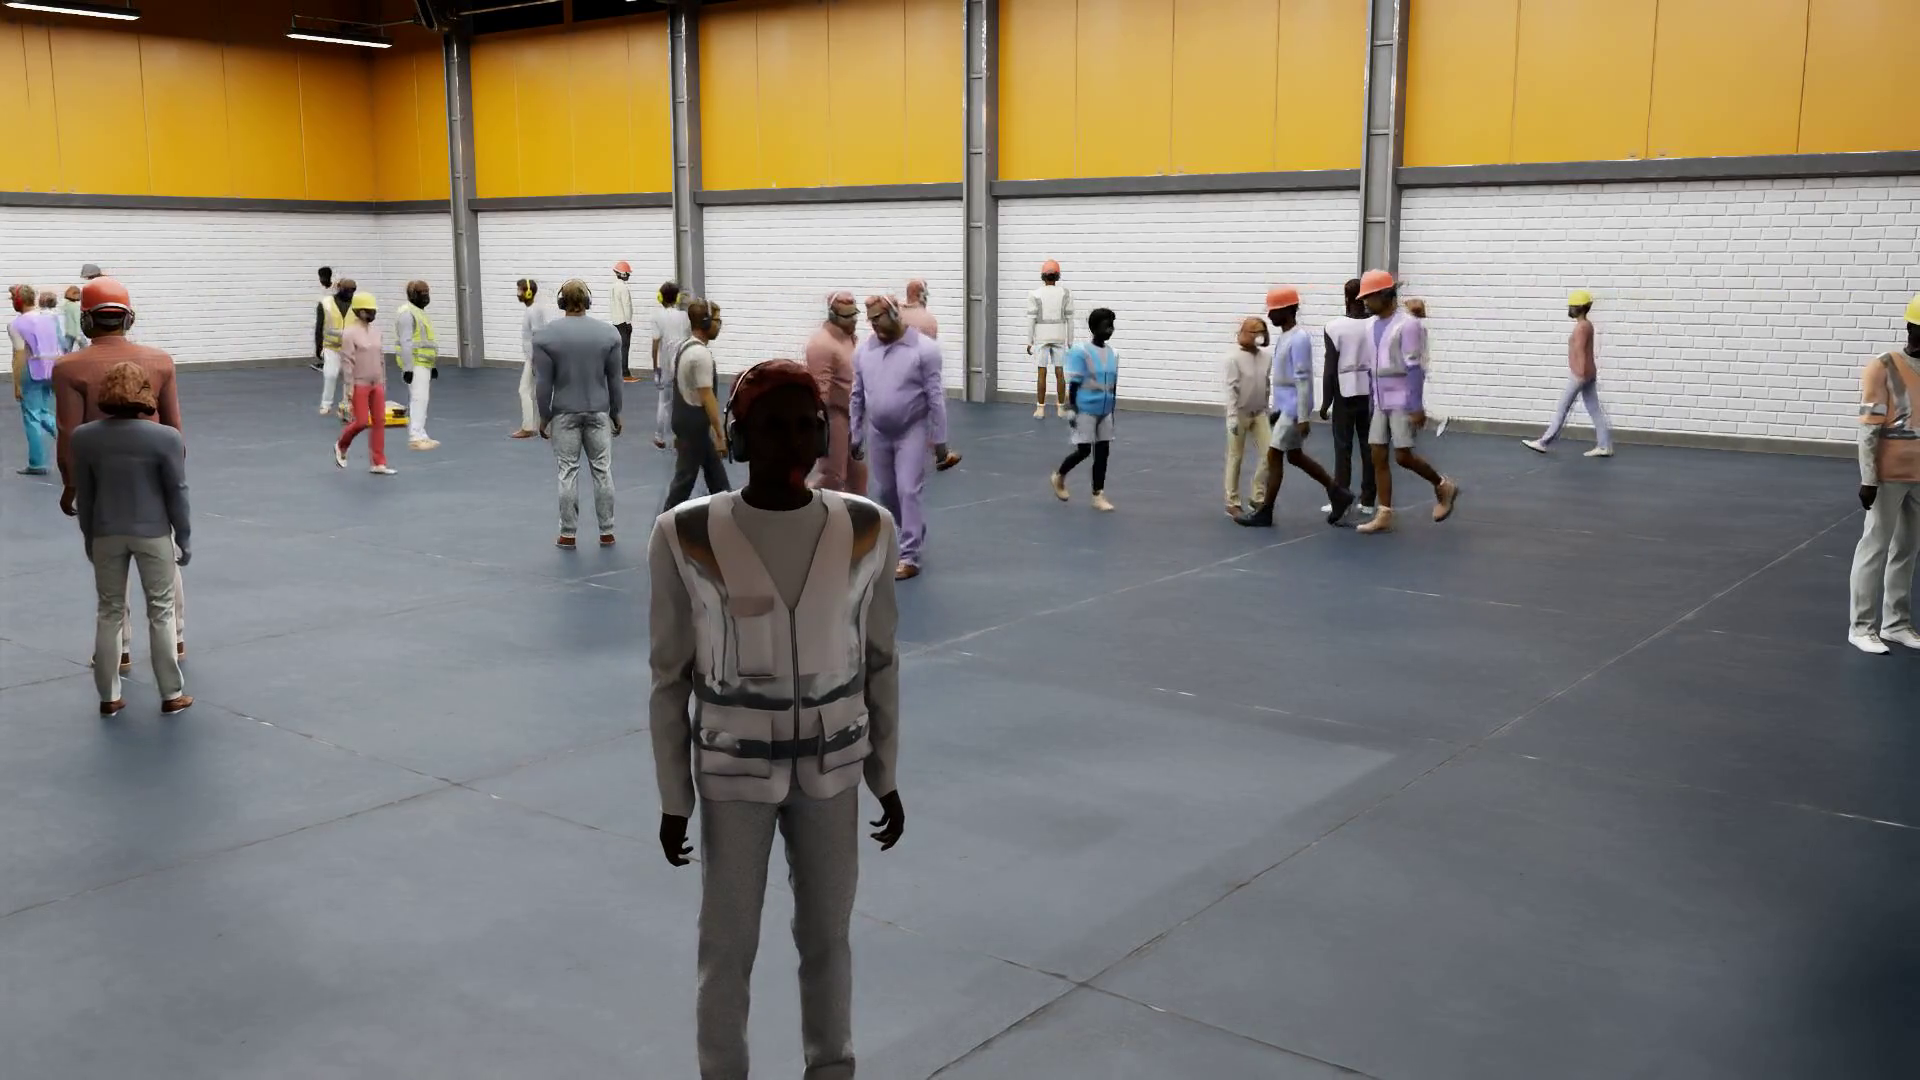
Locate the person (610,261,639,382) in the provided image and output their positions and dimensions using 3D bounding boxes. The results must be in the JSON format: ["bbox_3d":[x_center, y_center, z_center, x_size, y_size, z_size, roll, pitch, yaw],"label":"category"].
[{"bbox_3d":[-5.578,-3.610,27.556,0.390,1.991,0.625,-6,12,-33],"label":"person"}]

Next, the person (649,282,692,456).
[{"bbox_3d":[-3.044,-1.801,17.541,0.505,1.818,0.985,-4,11,-23],"label":"person"}]

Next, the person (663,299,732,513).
[{"bbox_3d":[-1.679,-0.736,11.392,0.959,1.793,0.552,-3,10,-15],"label":"person"}]

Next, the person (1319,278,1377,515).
[{"bbox_3d":[3.201,-1.153,13.478,0.593,1.919,0.391,-3,10,-14],"label":"person"}]

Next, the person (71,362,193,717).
[{"bbox_3d":[-3.782,0.000,7.630,0.500,1.624,0.304,-1,10,-7],"label":"person"}]

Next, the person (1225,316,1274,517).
[{"bbox_3d":[2.313,-0.961,13.229,0.500,1.618,0.499,-5,11,-27],"label":"person"}]

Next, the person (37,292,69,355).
[{"bbox_3d":[-12.748,-2.679,23.313,0.535,1.587,0.887,9,13,41],"label":"person"}]

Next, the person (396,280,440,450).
[{"bbox_3d":[-5.848,-1.888,18.073,0.495,1.828,0.666,0,10,-1],"label":"person"}]

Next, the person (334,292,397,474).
[{"bbox_3d":[-5.726,-1.499,15.945,0.558,1.753,0.538,5,11,26],"label":"person"}]

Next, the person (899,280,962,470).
[{"bbox_3d":[-0.404,-1.558,15.995,0.659,1.856,0.973,7,12,34],"label":"person"}]

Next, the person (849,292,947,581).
[{"bbox_3d":[-0.380,-0.708,11.033,0.697,1.870,0.755,4,11,23],"label":"person"}]

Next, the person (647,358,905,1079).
[{"bbox_3d":[-0.401,0.539,3.720,0.576,1.884,0.354,-4,10,-20],"label":"person"}]

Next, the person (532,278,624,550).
[{"bbox_3d":[-2.720,-0.894,11.908,0.631,1.940,0.372,-4,10,-21],"label":"person"}]

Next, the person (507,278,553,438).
[{"bbox_3d":[-4.860,-2.096,19.189,0.721,1.845,0.527,-2,10,-11],"label":"person"}]

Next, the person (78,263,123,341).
[{"bbox_3d":[-12.589,-3.128,24.612,0.713,2.000,0.889,7,12,35],"label":"person"}]

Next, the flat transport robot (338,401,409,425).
[{"bbox_3d":[-7.369,-1.598,20.853,0.652,0.197,1.431,-5,11,-27],"label":"flat transport robot"}]

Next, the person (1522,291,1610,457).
[{"bbox_3d":[6.417,-1.730,17.413,0.902,1.720,0.545,6,12,32],"label":"person"}]

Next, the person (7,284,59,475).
[{"bbox_3d":[-8.787,-1.522,15.867,0.527,1.833,0.593,2,10,9],"label":"person"}]

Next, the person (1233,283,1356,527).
[{"bbox_3d":[2.619,-1.018,12.788,0.885,1.895,0.582,0,10,1],"label":"person"}]

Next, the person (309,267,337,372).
[{"bbox_3d":[-11.197,-3.943,29.824,0.614,1.874,1.077,9,13,43],"label":"person"}]

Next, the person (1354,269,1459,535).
[{"bbox_3d":[3.357,-1.042,12.584,0.803,2.002,0.658,-4,10,-20],"label":"person"}]

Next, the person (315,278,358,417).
[{"bbox_3d":[-8.016,-2.497,21.637,0.654,1.804,0.458,-5,11,-26],"label":"person"}]

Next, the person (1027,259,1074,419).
[{"bbox_3d":[1.159,-2.580,21.403,0.615,2.047,0.356,-1,10,-6],"label":"person"}]

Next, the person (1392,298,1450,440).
[{"bbox_3d":[5.201,-1.907,18.732,0.543,1.624,0.523,1,10,7],"label":"person"}]

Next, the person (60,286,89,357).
[{"bbox_3d":[-14.630,-3.395,27.465,0.499,1.594,0.846,6,12,32],"label":"person"}]

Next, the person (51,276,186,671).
[{"bbox_3d":[-4.266,-0.332,8.468,0.378,1.996,0.610,9,14,44],"label":"person"}]

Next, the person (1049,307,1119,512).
[{"bbox_3d":[1.039,-1.075,13.709,0.554,1.683,0.548,-8,12,-38],"label":"person"}]

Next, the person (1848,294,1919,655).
[{"bbox_3d":[5.024,-0.352,8.815,0.585,1.917,0.382,-3,10,-18],"label":"person"}]

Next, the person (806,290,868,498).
[{"bbox_3d":[-0.929,-0.836,11.800,0.730,1.866,0.682,3,10,19],"label":"person"}]
